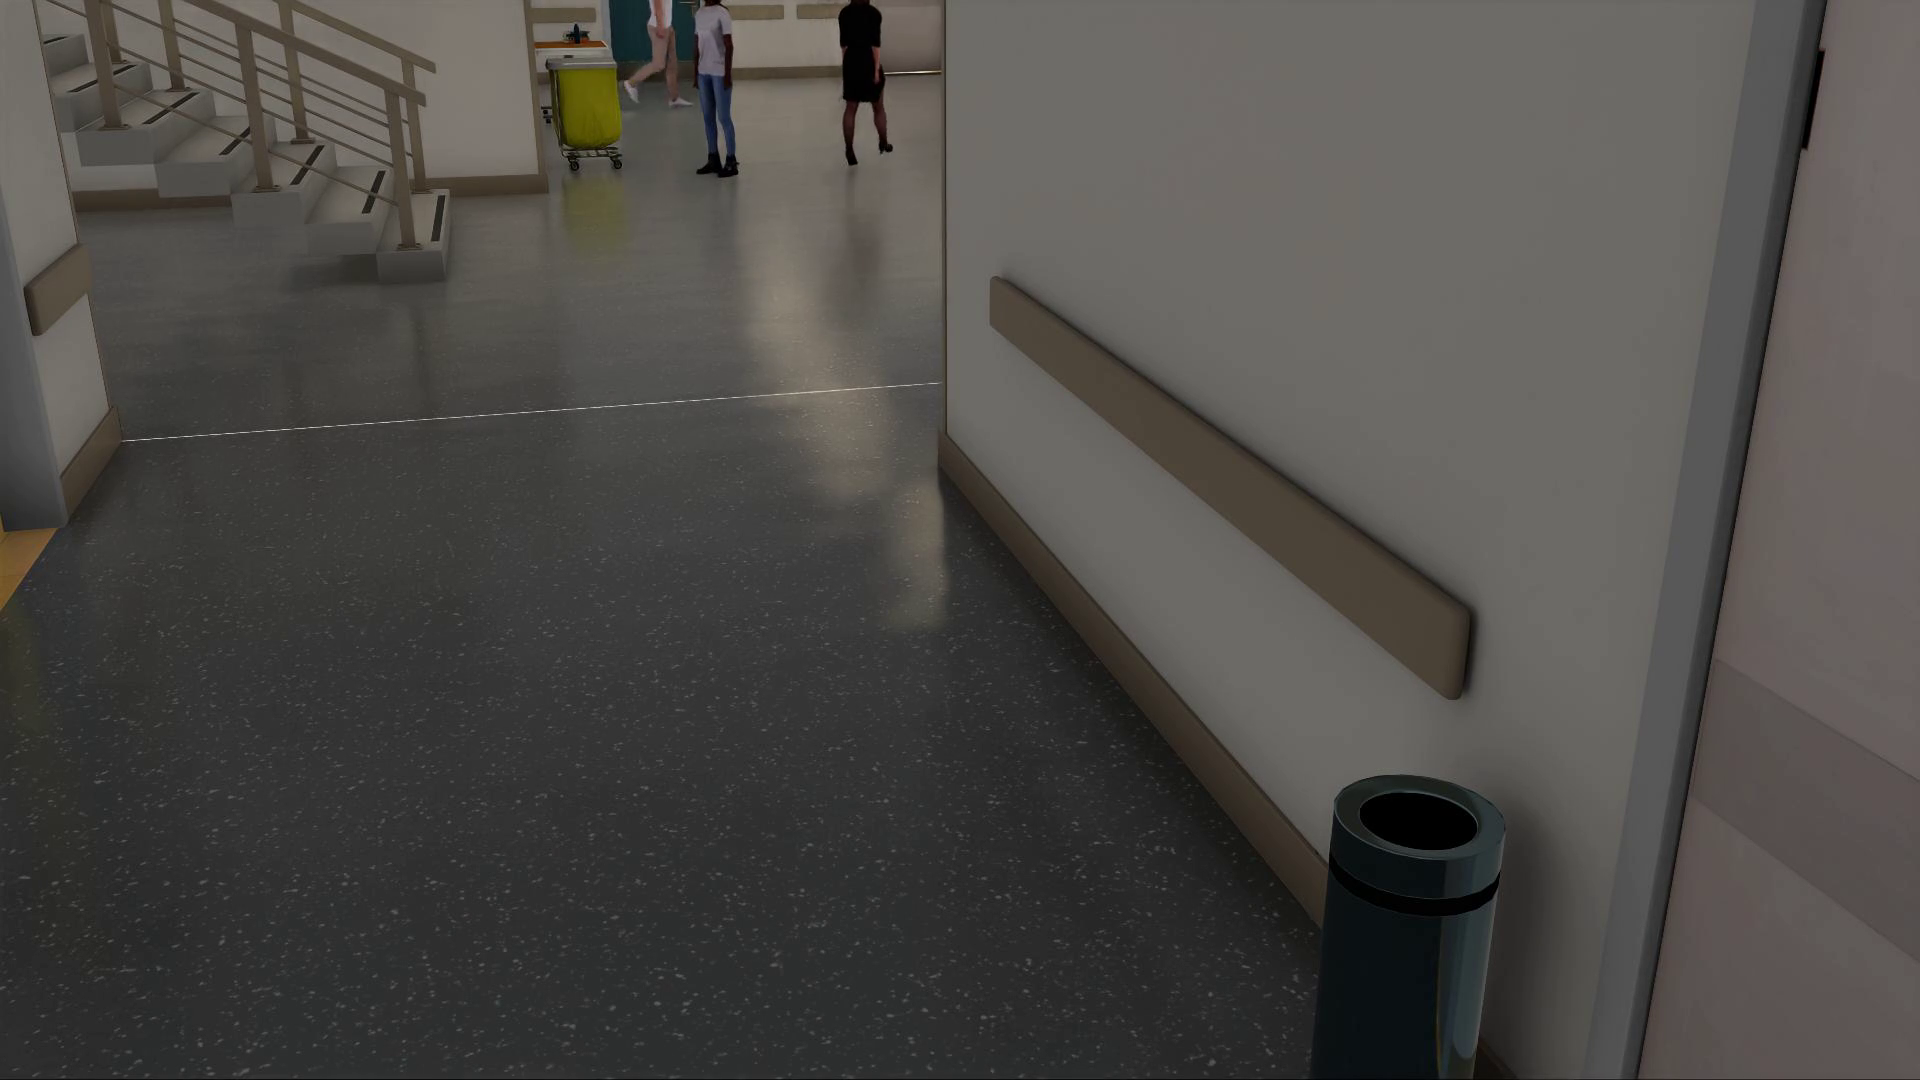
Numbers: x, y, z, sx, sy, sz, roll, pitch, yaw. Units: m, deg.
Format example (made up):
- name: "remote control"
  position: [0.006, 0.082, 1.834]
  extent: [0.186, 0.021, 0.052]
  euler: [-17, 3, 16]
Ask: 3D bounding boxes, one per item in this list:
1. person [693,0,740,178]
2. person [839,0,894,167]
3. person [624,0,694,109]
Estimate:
- name: "person"
  position: [-2.158, -4.093, 14.667]
  extent: [0.663, 1.719, 0.689]
  euler: [16, 26, 36]
- name: "person"
  position: [-0.934, -4.225, 15.091]
  extent: [1.053, 1.665, 1.032]
  euler: [8, 22, 20]
- name: "person"
  position: [-3.613, -6.059, 19.641]
  extent: [1.113, 1.872, 0.857]
  euler: [0, 21, 0]
